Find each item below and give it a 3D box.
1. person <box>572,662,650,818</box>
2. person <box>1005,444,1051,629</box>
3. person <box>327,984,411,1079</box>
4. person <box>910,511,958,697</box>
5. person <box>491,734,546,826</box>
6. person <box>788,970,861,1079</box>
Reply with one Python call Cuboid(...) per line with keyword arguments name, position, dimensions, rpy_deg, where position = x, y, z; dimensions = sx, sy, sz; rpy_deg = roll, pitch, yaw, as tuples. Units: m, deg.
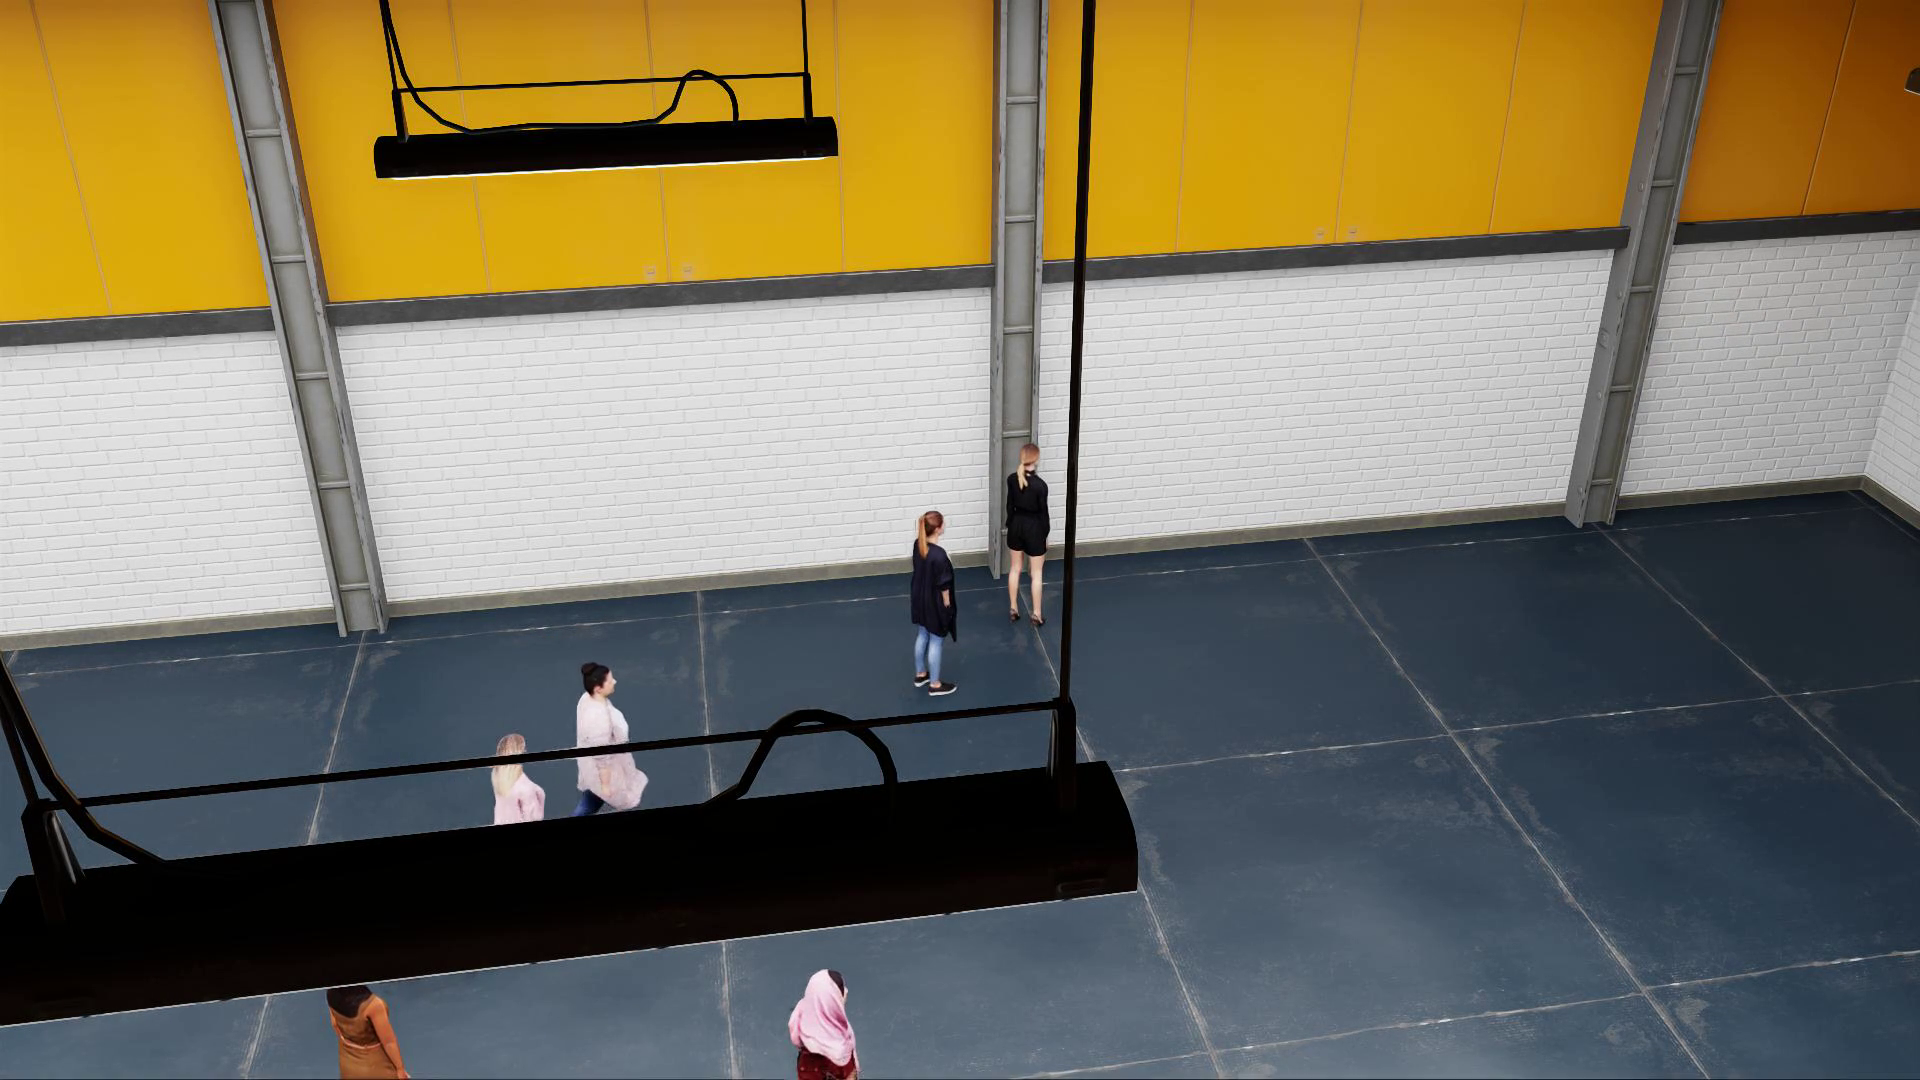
Cuboid(name="person", position=(-2.601, 1.629, 11.795), dimensions=(1.145, 1.701, 0.841), rpy_deg=(-11, 31, -20))
Cuboid(name="person", position=(0.597, -0.041, 14.788), dimensions=(0.643, 1.768, 0.722), rpy_deg=(14, 32, 25))
Cuboid(name="person", position=(-3.327, 2.949, 9.387), dimensions=(0.622, 1.689, 0.710), rpy_deg=(13, 31, 23))
Cuboid(name="person", position=(-0.241, 0.514, 13.858), dimensions=(0.697, 1.683, 0.711), rpy_deg=(-17, 33, -29))
Cuboid(name="person", position=(-2.986, 2.081, 11.024), dimensions=(1.161, 1.647, 0.959), rpy_deg=(-20, 34, -32))
Cuboid(name="person", position=(-0.815, 3.065, 9.259), dimensions=(1.019, 1.608, 0.774), rpy_deg=(-12, 31, -20))
